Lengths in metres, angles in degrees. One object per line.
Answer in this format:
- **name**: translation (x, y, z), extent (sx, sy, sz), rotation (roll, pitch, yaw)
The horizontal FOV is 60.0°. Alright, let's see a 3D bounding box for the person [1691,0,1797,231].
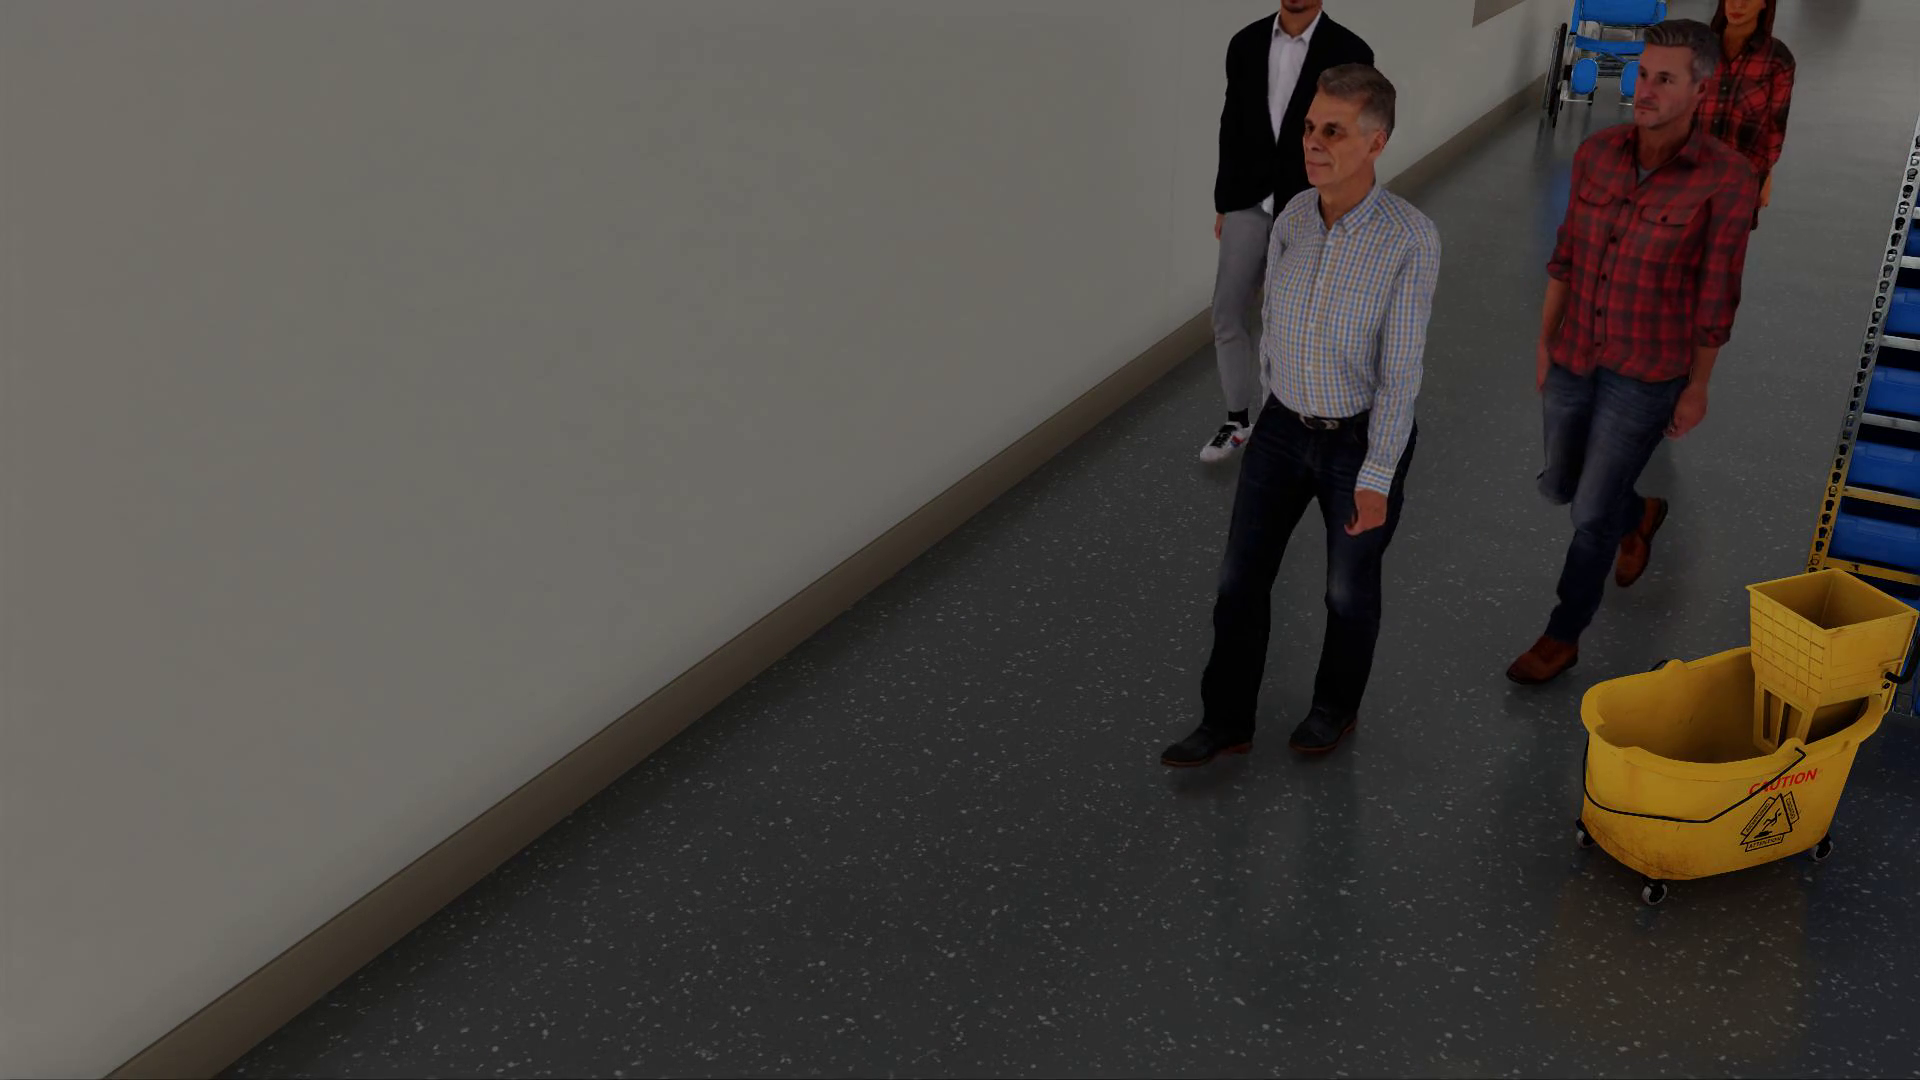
- **person**: translation (3.062, -1.446, 6.755), extent (1.046, 1.654, 0.771), rotation (17, 31, 32)

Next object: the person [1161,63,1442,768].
- **person**: translation (0.983, -0.269, 4.146), extent (0.871, 1.800, 0.824), rotation (22, 33, 37)

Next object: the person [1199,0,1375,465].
- **person**: translation (1.209, -1.238, 5.999), extent (0.689, 1.936, 0.781), rotation (15, 29, 28)

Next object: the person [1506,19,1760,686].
- **person**: translation (1.880, -0.501, 4.620), extent (1.010, 1.806, 1.106), rotation (-19, 32, -34)
